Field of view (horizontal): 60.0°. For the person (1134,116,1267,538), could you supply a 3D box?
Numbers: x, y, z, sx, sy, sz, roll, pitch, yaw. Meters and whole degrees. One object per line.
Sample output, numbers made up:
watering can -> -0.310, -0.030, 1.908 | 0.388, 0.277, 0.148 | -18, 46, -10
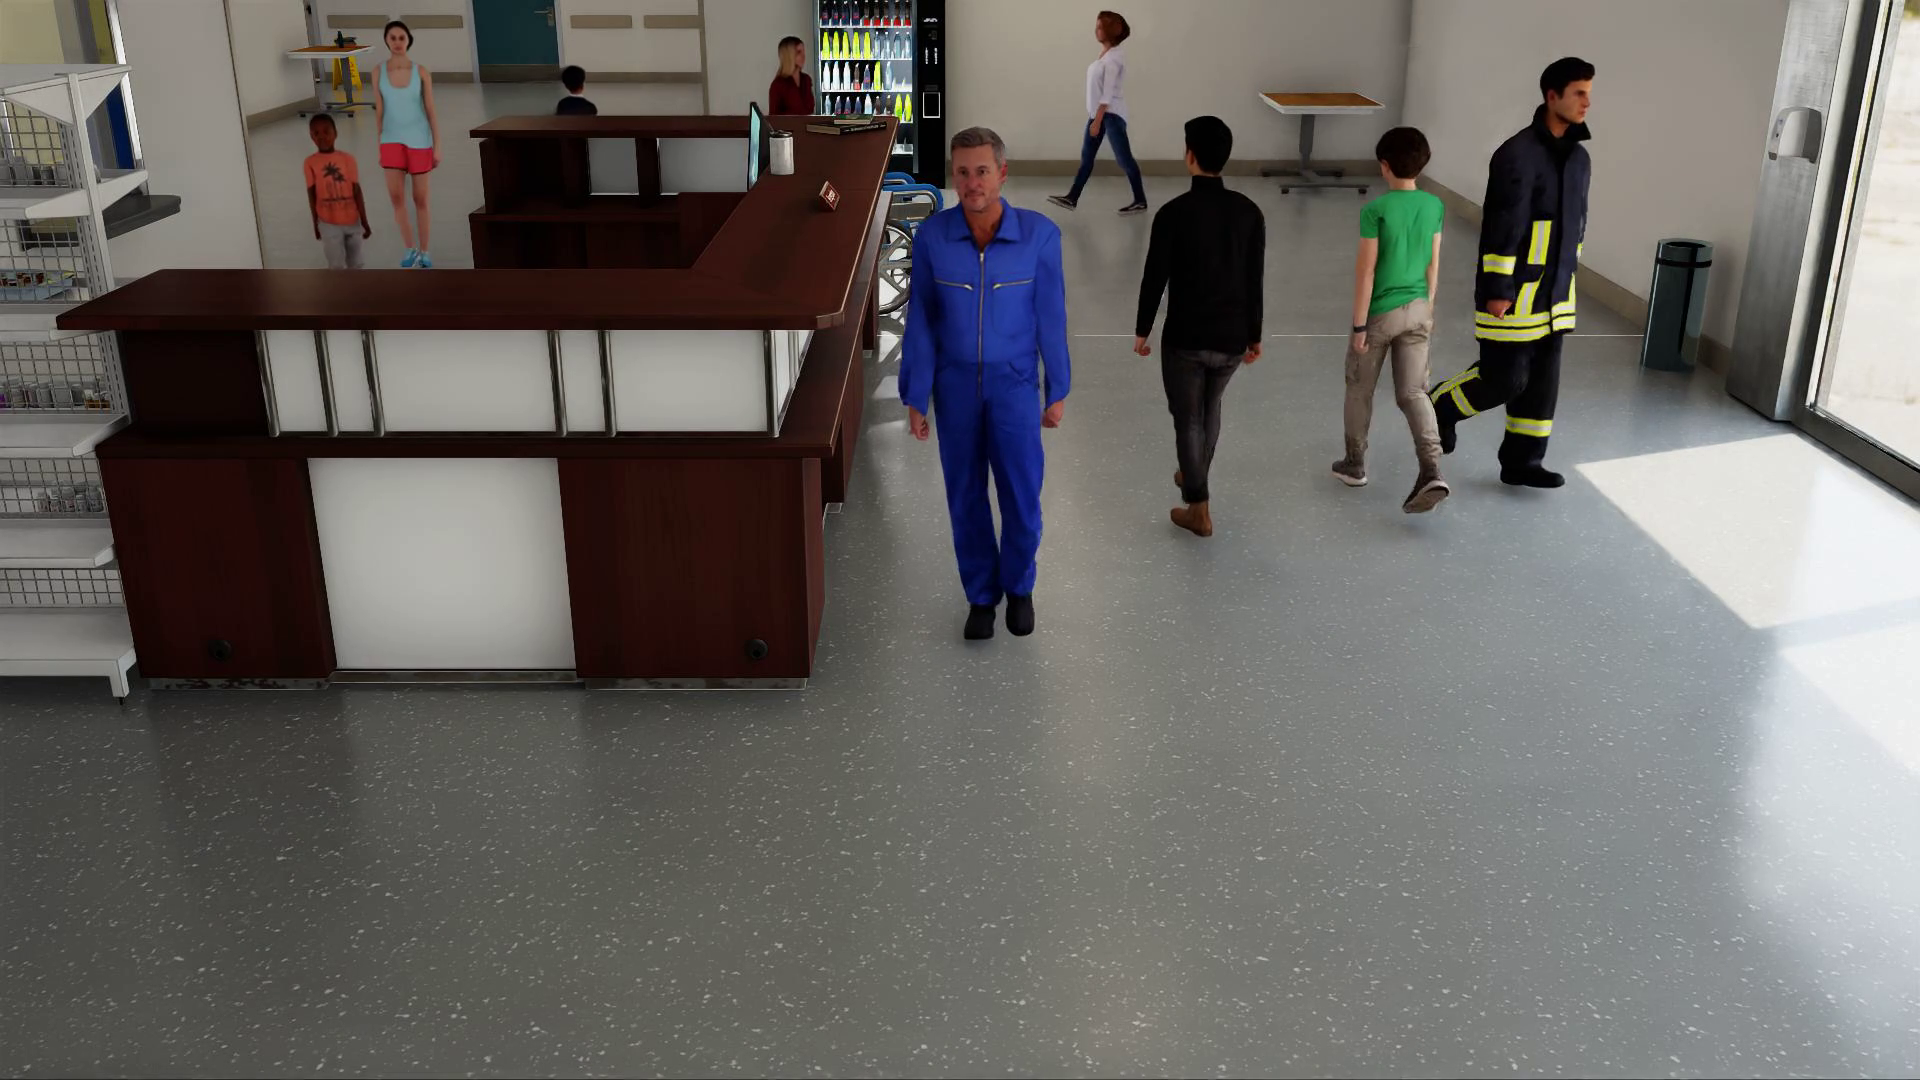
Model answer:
person -> 1.030, -0.846, 6.841 | 0.894, 1.704, 0.873 | -6, 22, -16

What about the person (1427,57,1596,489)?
person -> 2.447, -1.164, 7.398 | 1.063, 1.905, 1.097 | -13, 24, -31

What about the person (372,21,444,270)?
person -> -3.982, -2.831, 12.016 | 0.652, 1.752, 0.729 | -4, 21, -11

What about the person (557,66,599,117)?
person -> -3.305, -3.460, 14.374 | 0.583, 1.218, 0.563 | 1, 21, 2

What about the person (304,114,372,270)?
person -> -3.946, -2.046, 10.595 | 0.892, 1.290, 0.770 | -8, 22, -20

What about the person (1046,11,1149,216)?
person -> 1.362, -3.590, 14.128 | 1.143, 1.674, 0.774 | -4, 21, -9

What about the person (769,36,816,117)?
person -> -1.272, -2.924, 12.442 | 0.843, 1.623, 0.782 | 14, 25, 32

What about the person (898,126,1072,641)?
person -> 0.098, -0.535, 5.869 | 0.627, 1.811, 0.836 | 2, 21, 6

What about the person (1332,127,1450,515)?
person -> 1.913, -0.913, 7.134 | 1.089, 1.622, 0.815 | -4, 21, -12
